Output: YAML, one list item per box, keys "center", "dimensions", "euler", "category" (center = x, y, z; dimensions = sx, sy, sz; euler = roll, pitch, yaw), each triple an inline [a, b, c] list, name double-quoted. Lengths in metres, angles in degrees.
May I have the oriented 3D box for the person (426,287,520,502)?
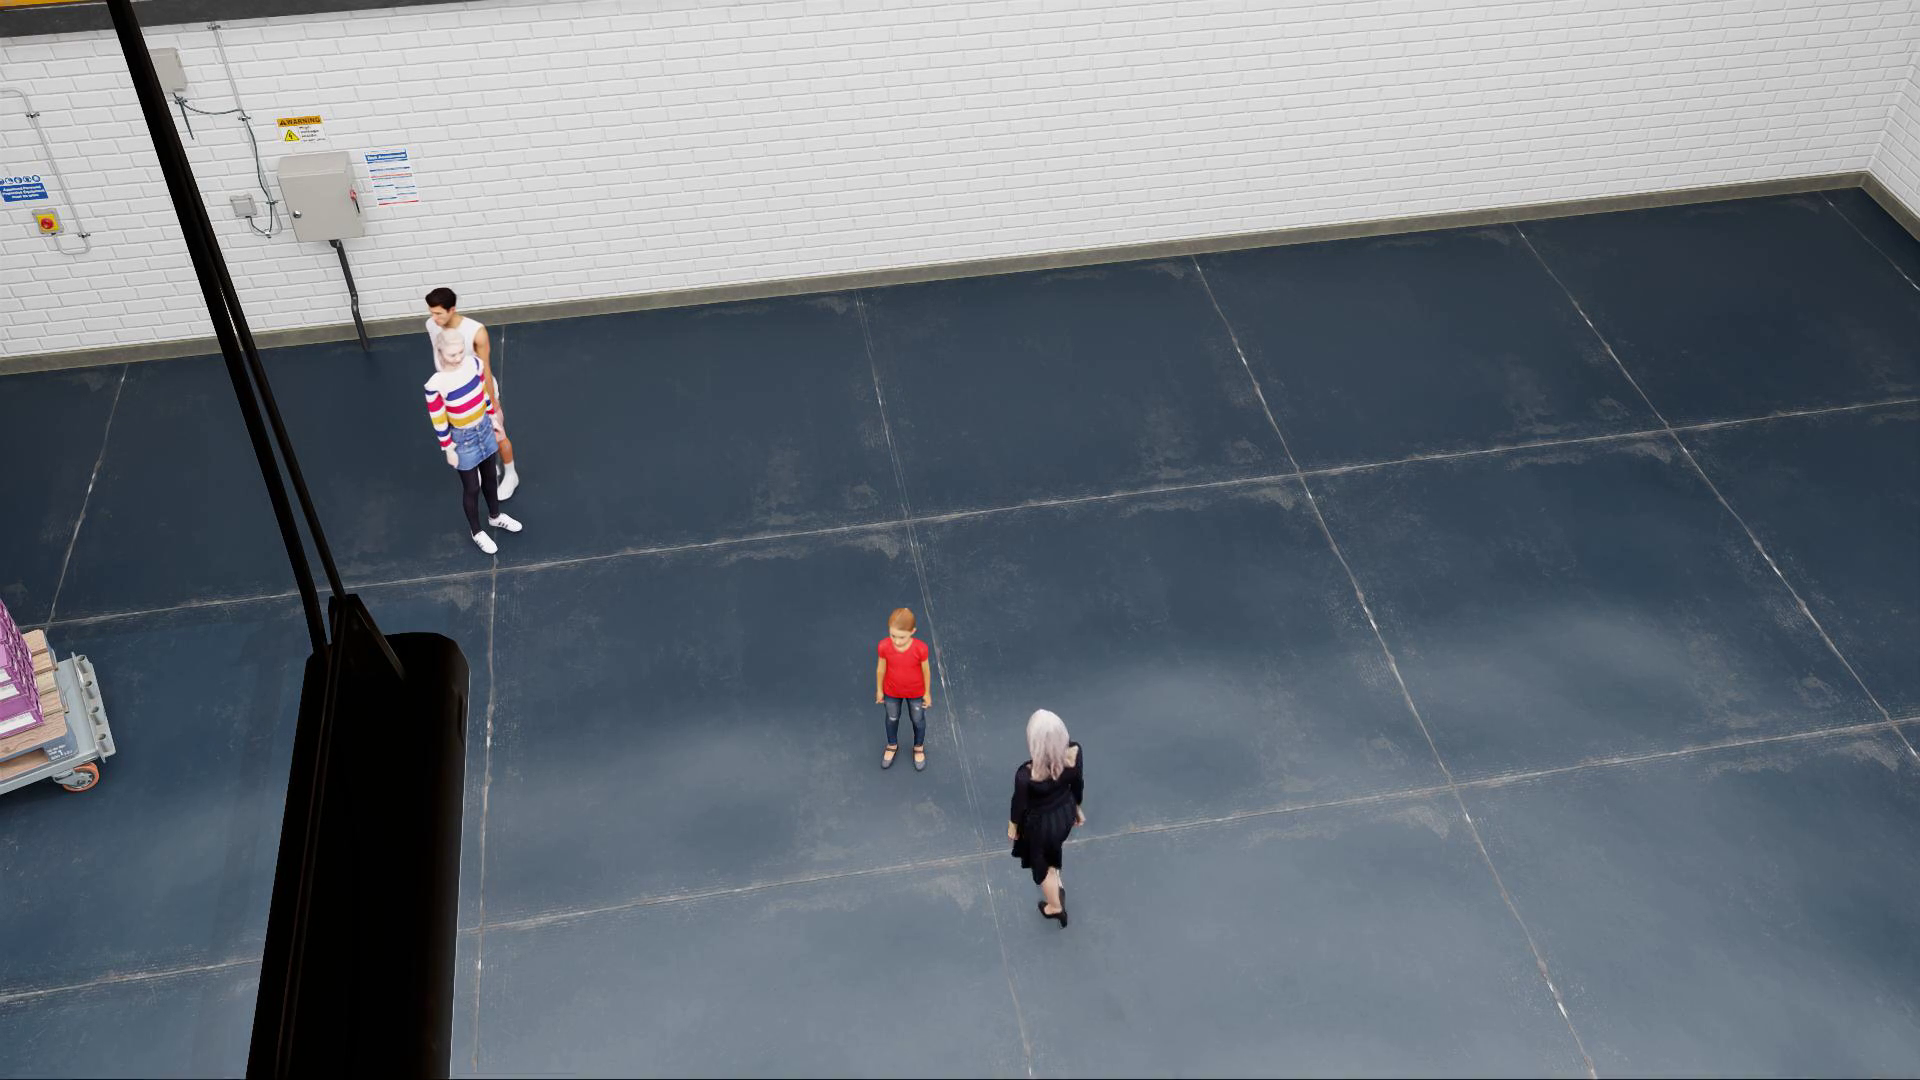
- center: [-3.462, -1.078, 11.851]
  dimensions: [0.742, 1.780, 0.767]
  euler: [17, 46, 17]
  category: "person"

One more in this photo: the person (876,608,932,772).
- center: [-0.337, 0.895, 10.121]
  dimensions: [0.543, 1.310, 0.559]
  euler: [4, 44, 4]
  category: "person"

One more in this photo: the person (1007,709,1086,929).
- center: [0.519, 1.601, 9.072]
  dimensions: [0.747, 1.735, 0.814]
  euler: [-26, 50, -25]
  category: "person"

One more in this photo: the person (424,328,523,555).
- center: [-3.377, -0.709, 11.443]
  dimensions: [0.774, 1.810, 0.699]
  euler: [23, 48, 23]
  category: "person"
